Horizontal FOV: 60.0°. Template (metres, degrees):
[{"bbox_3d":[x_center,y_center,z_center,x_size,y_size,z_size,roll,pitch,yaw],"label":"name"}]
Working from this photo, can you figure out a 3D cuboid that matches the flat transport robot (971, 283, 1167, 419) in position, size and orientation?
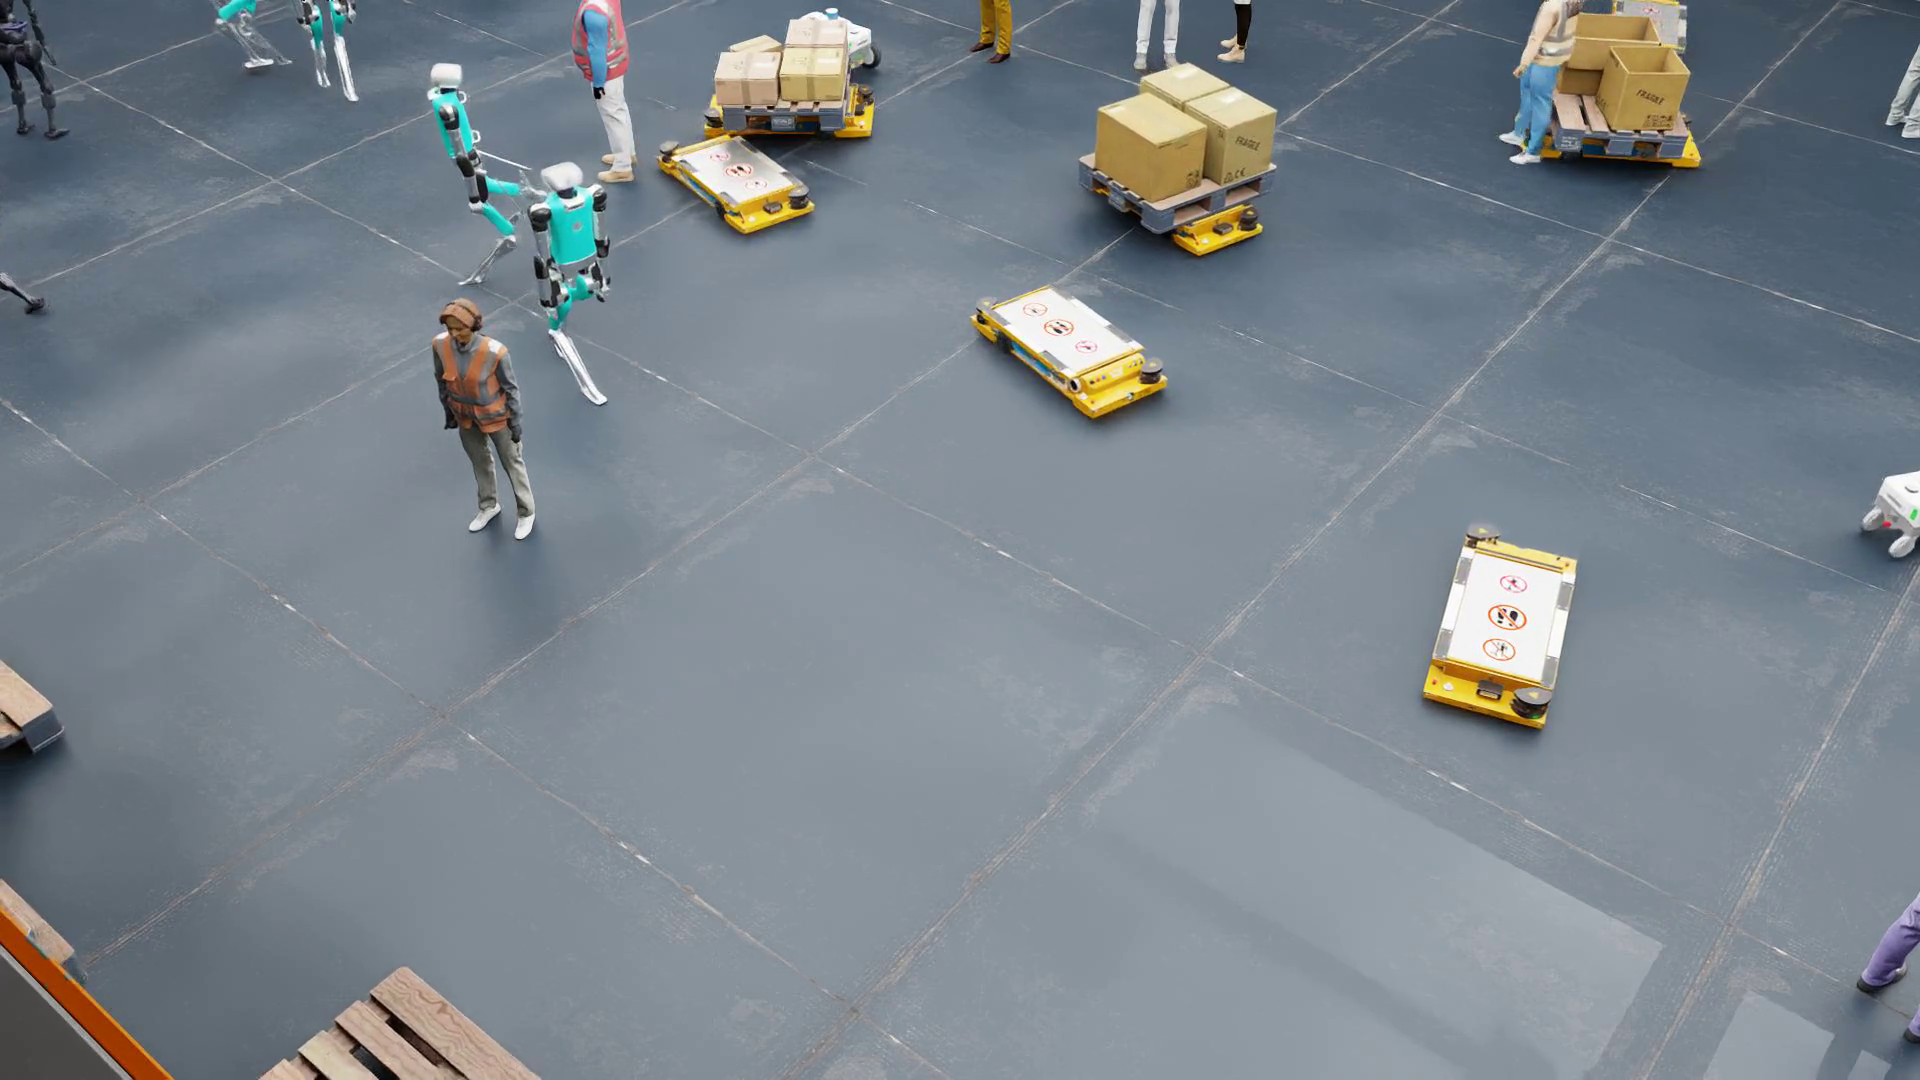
[{"bbox_3d":[0.748,-1.367,11.686,0.659,0.231,1.431,-24,46,-26],"label":"flat transport robot"}]

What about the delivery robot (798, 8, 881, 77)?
[{"bbox_3d":[-1.137,-4.545,15.205,0.767,0.595,0.513,27,47,28],"label":"delivery robot"}]

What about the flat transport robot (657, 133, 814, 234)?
[{"bbox_3d":[-1.841,-2.936,13.532,0.659,0.231,1.431,-25,46,-27],"label":"flat transport robot"}]

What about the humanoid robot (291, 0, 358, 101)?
[{"bbox_3d":[-5.577,-4.624,14.454,0.556,1.869,0.851,-23,45,-25],"label":"humanoid robot"}]

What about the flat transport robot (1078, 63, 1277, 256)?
[{"bbox_3d":[1.697,-2.725,13.283,0.659,0.231,1.431,-24,46,-26],"label":"flat transport robot"}]

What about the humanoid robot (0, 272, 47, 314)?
[{"bbox_3d":[-7.086,-2.312,11.762,0.785,1.639,0.615,0,40,0],"label":"humanoid robot"}]

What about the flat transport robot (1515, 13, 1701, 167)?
[{"bbox_3d":[5.495,-3.446,14.131,1.431,0.231,0.659,6,41,6],"label":"flat transport robot"}]

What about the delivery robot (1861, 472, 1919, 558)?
[{"bbox_3d":[5.980,-0.221,10.132,0.815,0.614,0.499,-9,41,-11],"label":"delivery robot"}]

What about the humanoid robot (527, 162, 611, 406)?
[{"bbox_3d":[-2.707,-1.803,11.072,0.544,1.766,0.966,-29,48,-30],"label":"humanoid robot"}]

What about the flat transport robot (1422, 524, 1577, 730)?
[{"bbox_3d":[3.116,0.467,9.528,0.659,0.231,1.431,15,43,17],"label":"flat transport robot"}]

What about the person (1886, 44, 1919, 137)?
[{"bbox_3d":[8.258,-4.205,13.896,0.321,1.729,0.492,-10,41,-12],"label":"person"}]

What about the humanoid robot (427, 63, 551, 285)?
[{"bbox_3d":[-3.300,-2.644,12.105,1.020,1.783,0.540,-12,42,-14],"label":"humanoid robot"}]

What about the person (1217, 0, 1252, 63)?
[{"bbox_3d":[2.569,-5.185,15.077,0.319,1.692,0.531,10,41,11],"label":"person"}]

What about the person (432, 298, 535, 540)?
[{"bbox_3d":[-2.823,-0.719,9.866,0.521,1.637,0.304,10,41,12],"label":"person"}]

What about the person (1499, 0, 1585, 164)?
[{"bbox_3d":[4.737,-3.953,13.613,0.506,1.709,0.569,24,46,25],"label":"person"}]

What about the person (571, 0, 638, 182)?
[{"bbox_3d":[-2.859,-3.770,13.310,0.431,1.837,0.630,-2,40,-2],"label":"person"}]

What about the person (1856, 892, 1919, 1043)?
[{"bbox_3d":[4.377,1.476,7.139,0.384,1.833,0.559,-13,42,-15],"label":"person"}]

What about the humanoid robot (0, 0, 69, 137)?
[{"bbox_3d":[-7.935,-4.164,13.903,0.611,1.637,0.408,4,41,5],"label":"humanoid robot"}]

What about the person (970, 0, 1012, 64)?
[{"bbox_3d":[0.296,-5.218,15.076,0.344,1.750,0.528,-24,46,-25],"label":"person"}]

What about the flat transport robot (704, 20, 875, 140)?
[{"bbox_3d":[-1.475,-3.732,14.468,1.431,0.231,0.659,0,40,0],"label":"flat transport robot"}]

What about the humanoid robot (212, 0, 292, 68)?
[{"bbox_3d":[-6.397,-4.951,14.784,0.857,1.766,0.543,-18,43,-20],"label":"humanoid robot"}]

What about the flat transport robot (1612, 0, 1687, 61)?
[{"bbox_3d":[6.513,-4.825,15.754,0.659,0.231,1.431,13,42,15],"label":"flat transport robot"}]

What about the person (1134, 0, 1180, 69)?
[{"bbox_3d":[1.836,-5.146,14.889,0.582,1.876,0.340,-1,40,-1],"label":"person"}]
